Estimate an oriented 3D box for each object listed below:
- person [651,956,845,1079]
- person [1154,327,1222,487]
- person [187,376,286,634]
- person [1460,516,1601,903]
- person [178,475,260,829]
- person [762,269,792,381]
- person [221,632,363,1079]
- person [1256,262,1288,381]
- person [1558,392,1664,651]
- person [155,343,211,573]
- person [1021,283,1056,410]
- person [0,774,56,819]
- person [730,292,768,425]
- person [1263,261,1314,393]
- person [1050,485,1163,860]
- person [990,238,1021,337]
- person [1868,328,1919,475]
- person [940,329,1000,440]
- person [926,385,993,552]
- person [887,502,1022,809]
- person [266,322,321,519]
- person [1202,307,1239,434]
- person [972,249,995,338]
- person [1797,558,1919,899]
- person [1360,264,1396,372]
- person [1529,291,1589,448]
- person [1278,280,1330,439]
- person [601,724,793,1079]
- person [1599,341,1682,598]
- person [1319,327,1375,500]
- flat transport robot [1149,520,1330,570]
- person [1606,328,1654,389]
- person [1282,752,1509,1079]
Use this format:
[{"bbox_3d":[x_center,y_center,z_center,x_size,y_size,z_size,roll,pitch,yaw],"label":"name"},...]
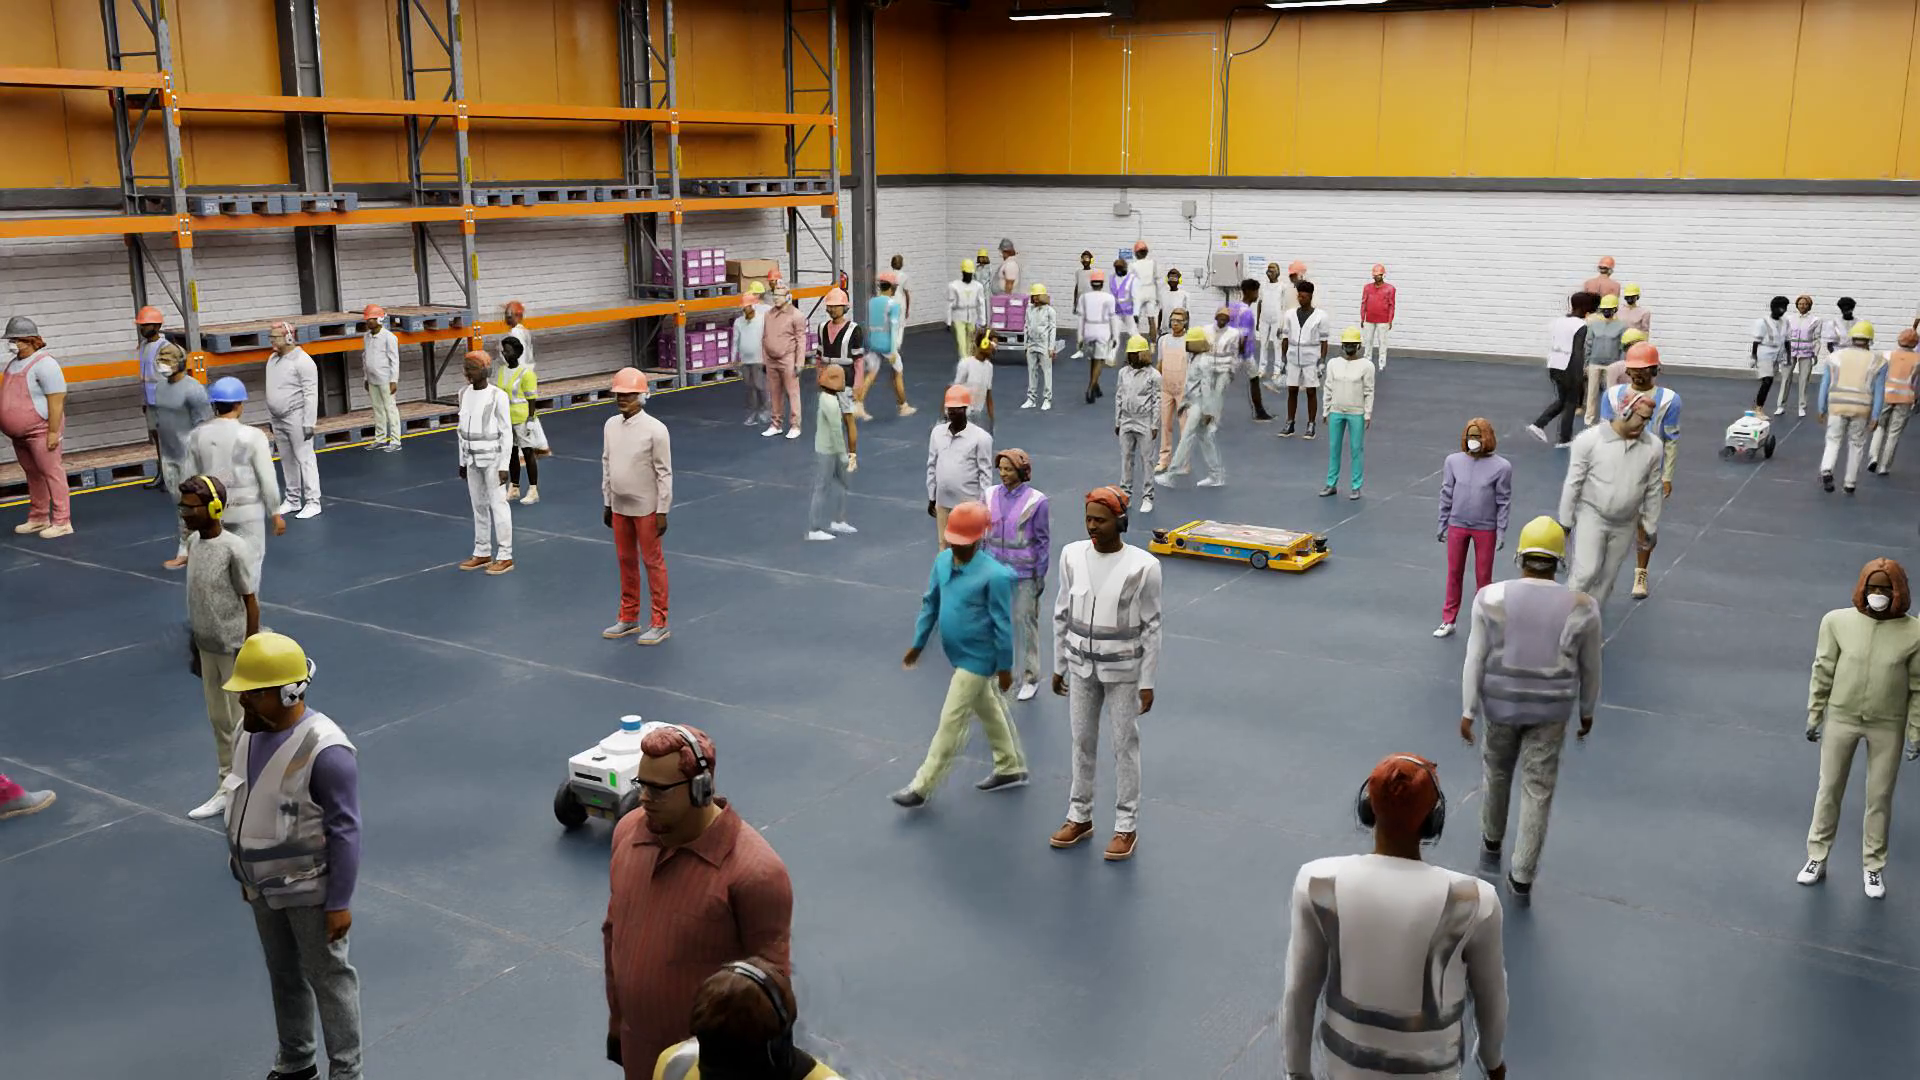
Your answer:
[{"bbox_3d":[-0.470,1.763,3.647,0.622,1.826,0.502,10,16,37],"label":"person"},{"bbox_3d":[2.409,-1.391,17.566,0.850,1.704,0.494,-1,13,-3],"label":"person"},{"bbox_3d":[-5.162,-0.200,11.917,0.627,1.934,0.432,4,13,15],"label":"person"},{"bbox_3d":[2.743,0.767,8.005,0.618,1.795,0.855,4,14,19],"label":"person"},{"bbox_3d":[-3.845,0.581,8.672,0.549,1.868,0.307,8,15,31],"label":"person"},{"bbox_3d":[-2.870,-3.336,25.904,0.571,1.751,0.329,8,15,31],"label":"person"},{"bbox_3d":[-2.407,1.216,5.988,0.599,1.832,0.404,8,15,31],"label":"person"},{"bbox_3d":[4.875,-3.419,26.065,0.513,1.845,0.340,8,15,31],"label":"person"},{"bbox_3d":[4.588,-0.123,11.722,0.675,1.872,0.453,-1,13,-4],"label":"person"},{"bbox_3d":[-6.537,-0.685,14.001,0.635,1.939,0.366,8,15,31],"label":"person"},{"bbox_3d":[1.089,-2.685,23.107,0.492,1.744,0.295,8,15,31],"label":"person"},{"bbox_3d":[-5.417,0.575,8.551,1.070,1.943,0.622,-8,15,-32],"label":"person"},{"bbox_3d":[-2.726,-2.354,21.669,0.598,1.737,0.374,6,14,25],"label":"person"},{"bbox_3d":[4.955,-3.161,24.740,1.038,1.933,0.657,-5,14,-21],"label":"person"},{"bbox_3d":[0.715,0.657,8.304,0.583,1.882,0.350,8,15,31],"label":"person"},{"bbox_3d":[0.899,-4.459,30.147,0.697,2.000,0.695,2,13,9],"label":"person"},{"bbox_3d":[10.296,-1.518,18.288,0.536,1.619,0.375,9,16,34],"label":"person"},{"bbox_3d":[0.155,-1.143,16.283,0.903,1.799,0.598,8,15,30],"label":"person"},{"bbox_3d":[-0.022,-0.328,12.847,0.571,1.755,0.319,8,15,31],"label":"person"},{"bbox_3d":[-0.008,0.608,8.919,0.891,1.686,0.592,-8,15,-30],"label":"person"},{"bbox_3d":[-6.506,-1.162,16.143,0.650,1.907,0.409,8,15,31],"label":"person"},{"bbox_3d":[3.229,-2.142,21.011,0.584,1.610,0.392,5,14,22],"label":"person"},{"bbox_3d":[0.427,-4.672,31.716,0.492,1.746,0.285,8,15,31],"label":"person"},{"bbox_3d":[4.286,0.880,7.879,0.506,1.633,0.279,8,15,31],"label":"person"},{"bbox_3d":[6.793,-3.617,27.124,0.571,1.751,0.329,8,15,31],"label":"person"},{"bbox_3d":[7.239,-2.036,19.956,0.536,1.895,0.624,-3,13,-11],"label":"person"},{"bbox_3d":[4.267,-2.240,20.683,0.612,1.965,0.362,8,15,31],"label":"person"},{"bbox_3d":[-0.794,1.448,4.819,0.650,1.907,0.409,8,15,31],"label":"person"},{"bbox_3d":[5.346,-0.554,13.205,0.614,2.043,0.374,8,15,31],"label":"person"},{"bbox_3d":[3.964,-1.300,17.038,0.532,1.772,0.300,8,15,31],"label":"person"},{"bbox_3d":[2.443,0.027,14.566,1.431,0.197,0.652,8,15,31],"label":"flat transport robot"},{"bbox_3d":[6.887,-1.294,17.076,0.525,1.747,0.618,-2,13,-8],"label":"person"},{"bbox_3d":[1.271,1.481,4.822,0.577,1.833,0.970,7,15,29],"label":"person"}]
